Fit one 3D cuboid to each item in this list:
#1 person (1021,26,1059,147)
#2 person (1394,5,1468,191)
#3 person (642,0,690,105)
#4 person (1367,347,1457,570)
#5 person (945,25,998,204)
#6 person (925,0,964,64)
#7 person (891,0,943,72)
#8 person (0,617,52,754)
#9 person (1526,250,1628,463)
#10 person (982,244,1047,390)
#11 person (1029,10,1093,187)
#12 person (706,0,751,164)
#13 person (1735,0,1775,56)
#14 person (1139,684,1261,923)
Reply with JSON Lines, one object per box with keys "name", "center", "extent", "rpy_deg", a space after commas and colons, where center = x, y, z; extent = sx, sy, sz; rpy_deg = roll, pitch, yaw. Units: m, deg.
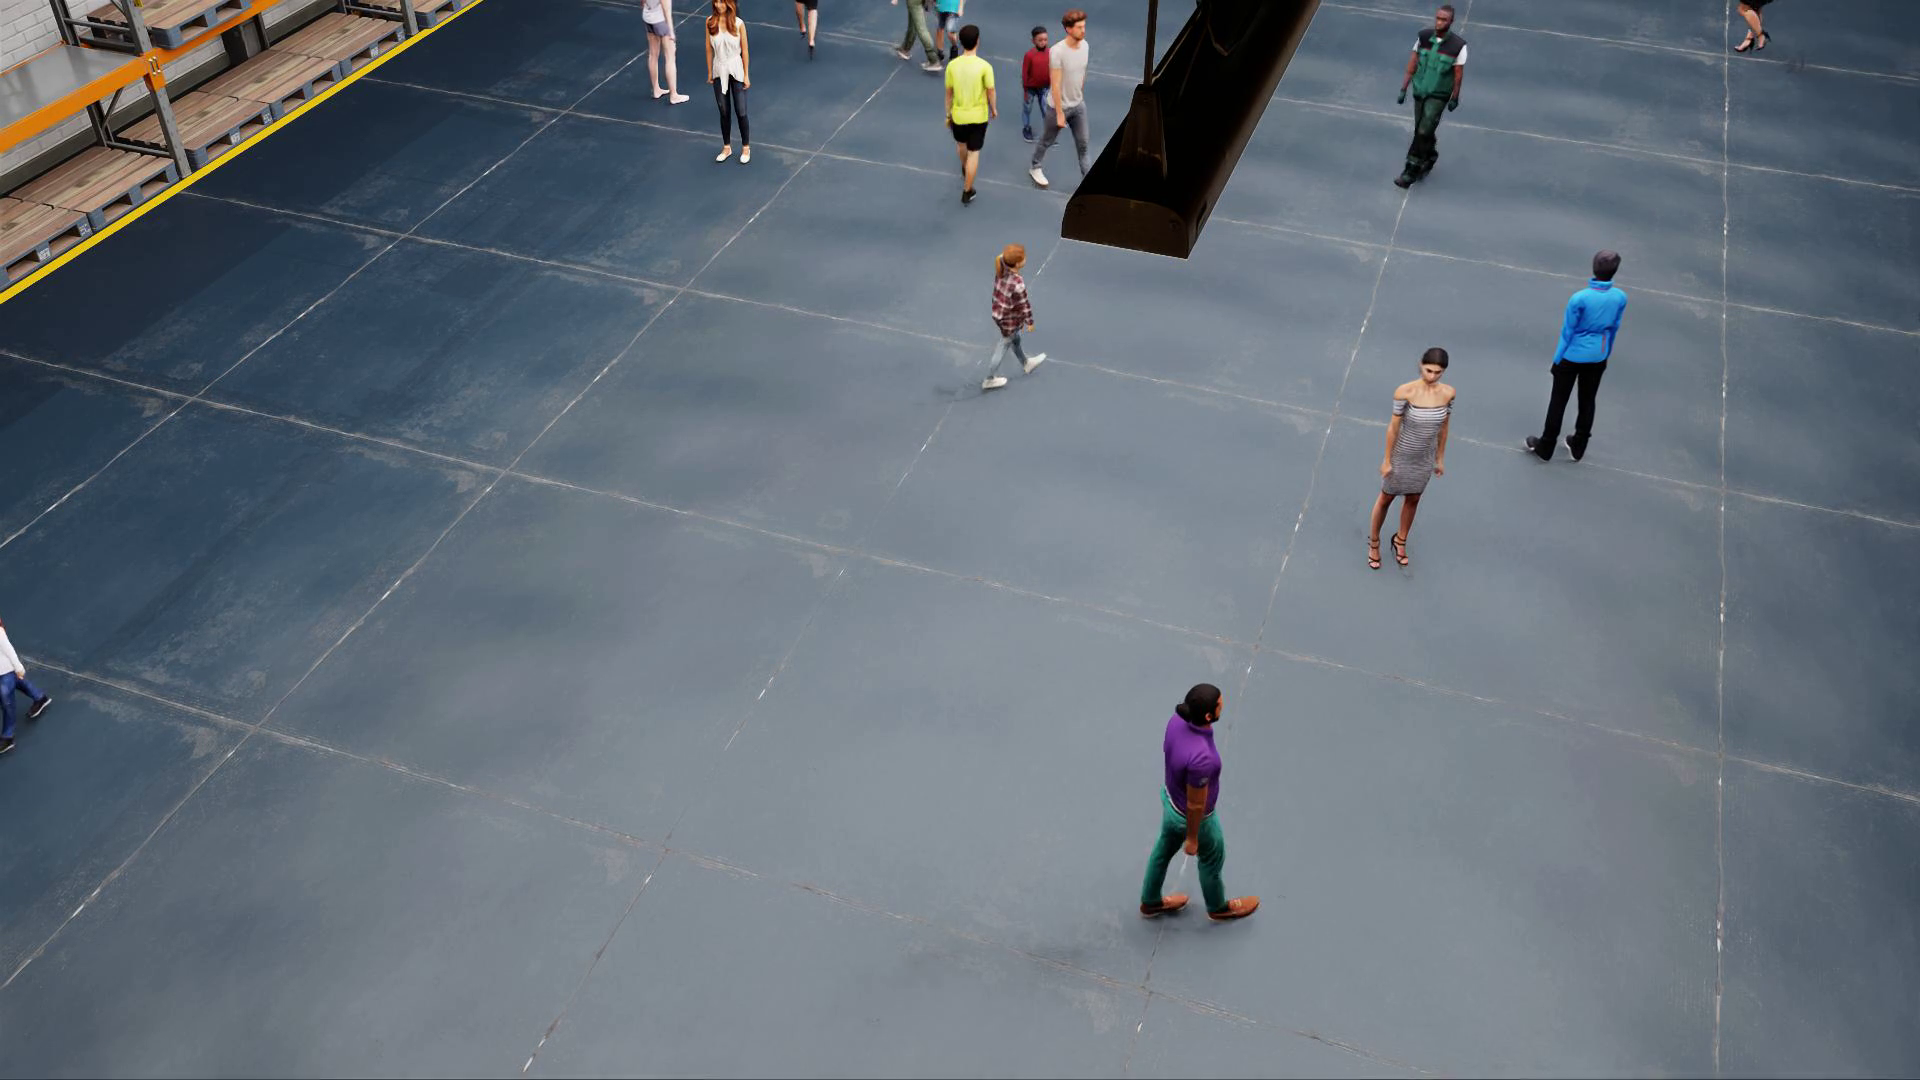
{"name": "person", "center": [0.762, -4.752, 17.294], "extent": [0.740, 1.239, 0.821], "rpy_deg": [-11, 40, -14]}
{"name": "person", "center": [4.690, -4.411, 16.422], "extent": [0.985, 1.795, 1.229], "rpy_deg": [32, 48, 33]}
{"name": "person", "center": [-3.275, -5.598, 17.932], "extent": [0.670, 1.766, 0.687], "rpy_deg": [28, 47, 31]}
{"name": "person", "center": [3.136, -0.572, 11.591], "extent": [0.678, 1.824, 0.684], "rpy_deg": [-5, 39, -6]}
{"name": "person", "center": [0.082, -4.085, 16.116], "extent": [0.678, 1.666, 1.056], "rpy_deg": [10, 40, 12]}
{"name": "person", "center": [-0.120, -6.071, 18.791], "extent": [0.643, 1.432, 0.650], "rpy_deg": [25, 45, 28]}
{"name": "person", "center": [-0.435, -6.051, 18.616], "extent": [1.124, 1.620, 1.000], "rpy_deg": [-29, 47, -32]}
{"name": "person", "center": [-6.051, 0.761, 10.518], "extent": [0.493, 1.080, 0.801], "rpy_deg": [9, 40, 12]}
{"name": "person", "center": [4.734, -1.385, 12.633], "extent": [0.680, 1.795, 0.674], "rpy_deg": [-4, 39, -5]}
{"name": "person", "center": [0.341, -1.802, 13.568], "extent": [0.930, 1.280, 0.861], "rpy_deg": [-18, 42, -21]}
{"name": "person", "center": [0.954, -4.238, 16.165], "extent": [1.254, 1.846, 1.153], "rpy_deg": [-27, 46, -29]}
{"name": "person", "center": [-2.322, -4.691, 16.781], "extent": [0.626, 1.785, 0.575], "rpy_deg": [6, 39, 8]}
{"name": "person", "center": [9.194, -6.302, 18.862], "extent": [0.870, 1.704, 0.808], "rpy_deg": [31, 48, 33]}
{"name": "person", "center": [1.166, 1.482, 9.076], "extent": [0.995, 1.753, 0.975], "rpy_deg": [-9, 39, -11]}
